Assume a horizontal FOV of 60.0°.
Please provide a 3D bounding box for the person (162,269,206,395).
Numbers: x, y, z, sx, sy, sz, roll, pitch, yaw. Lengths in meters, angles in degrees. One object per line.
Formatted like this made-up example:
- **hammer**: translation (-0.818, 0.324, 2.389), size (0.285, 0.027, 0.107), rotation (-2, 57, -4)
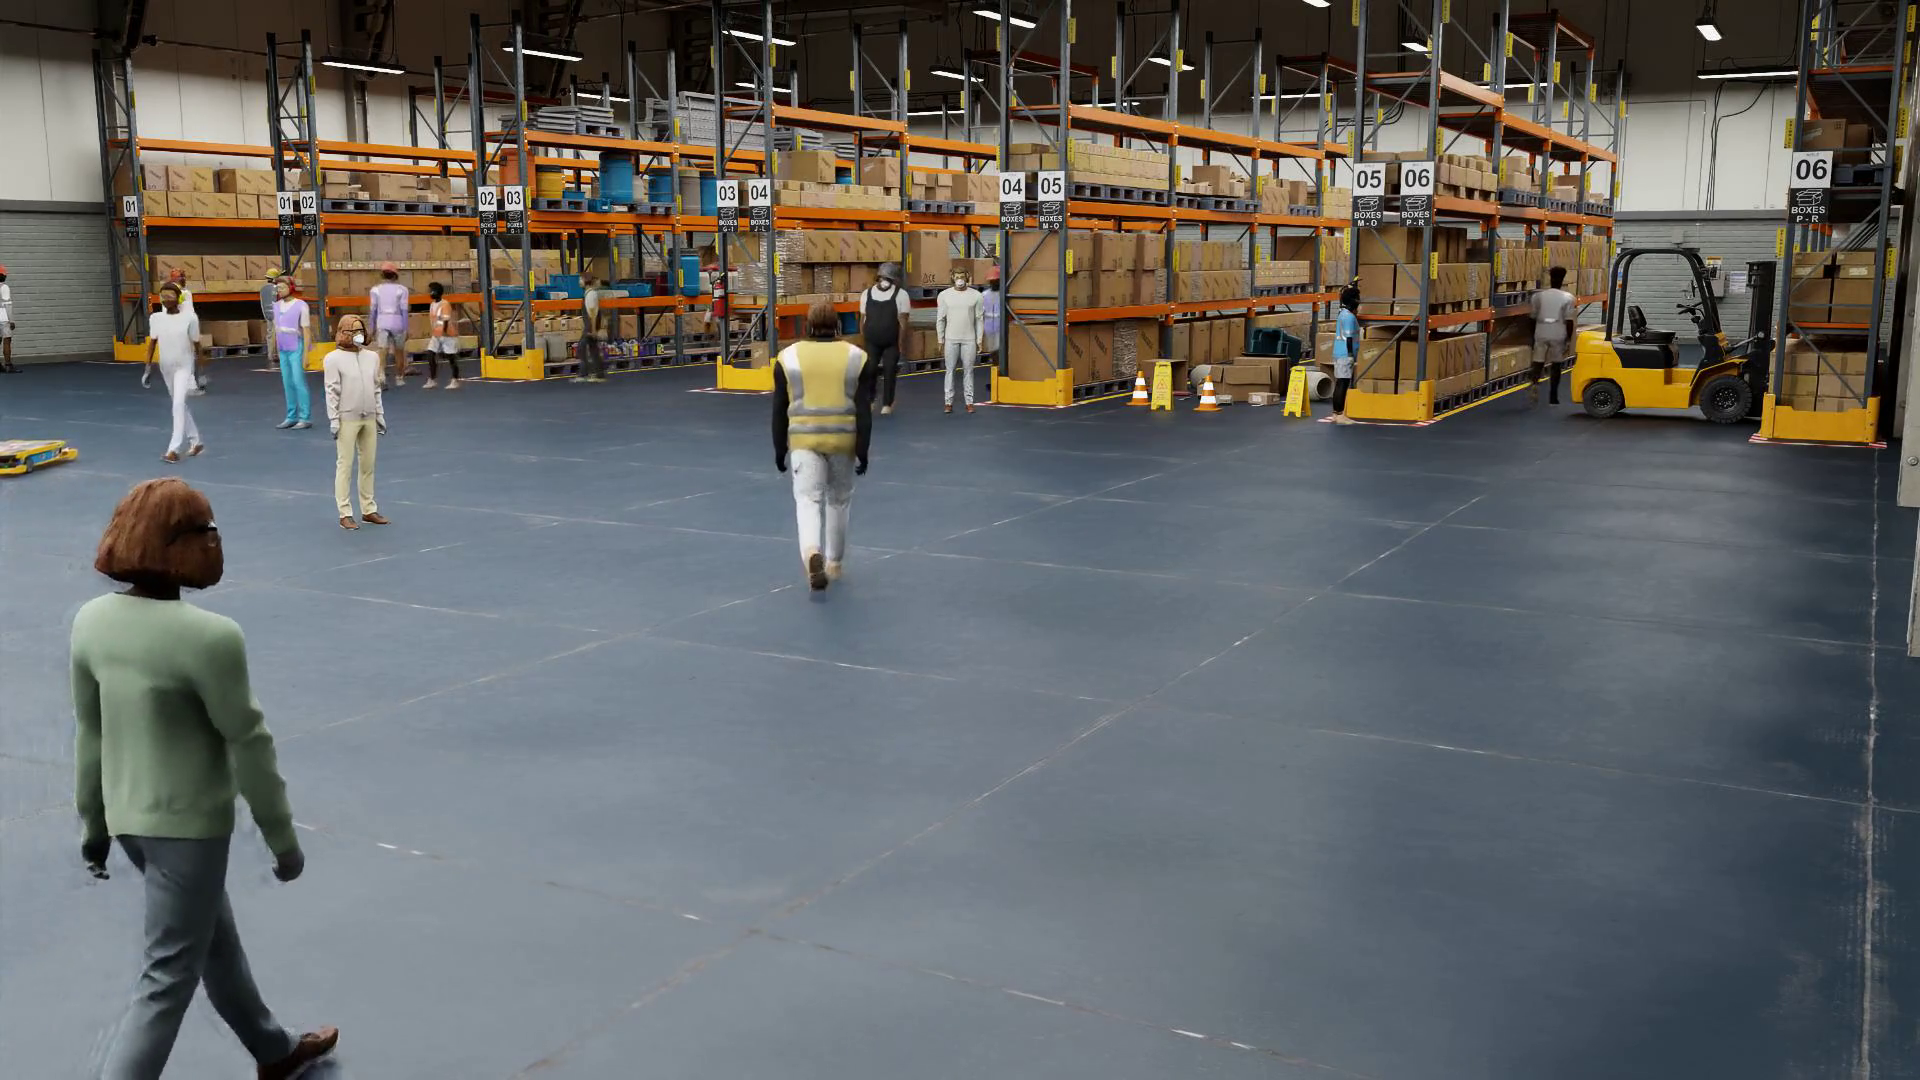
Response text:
- **person**: translation (-11.626, -3.100, 24.853), size (0.574, 1.883, 0.355), rotation (4, 10, 20)

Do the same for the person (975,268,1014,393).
- **person**: translation (0.497, -3.170, 25.238), size (0.565, 1.884, 0.986), rotation (3, 10, 18)

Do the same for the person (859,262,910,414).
- **person**: translation (-1.003, -2.651, 21.763), size (0.696, 2.000, 0.607), rotation (2, 10, 9)

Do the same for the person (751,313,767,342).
- **person**: translation (-4.633, -5.420, 38.307), size (0.589, 1.927, 0.369), rotation (6, 11, 32)

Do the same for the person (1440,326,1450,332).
- **person**: translation (10.720, -5.074, 36.672), size (0.664, 1.798, 0.754), rotation (5, 11, 28)

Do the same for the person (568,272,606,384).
- **person**: translation (-6.120, -3.434, 26.998), size (0.749, 1.815, 0.538), rotation (-2, 10, -14)

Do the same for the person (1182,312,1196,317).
- **person**: translation (6.033, -6.348, 43.545), size (0.610, 1.993, 0.380), rotation (9, 13, 41)

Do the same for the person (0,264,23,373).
- **person**: translation (-16.990, -3.915, 29.501), size (0.552, 1.936, 0.401), rotation (4, 10, 21)

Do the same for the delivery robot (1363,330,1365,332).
- **delivery robot**: translation (8.860, -4.690, 37.771), size (0.707, 0.478, 0.477), rotation (1, 10, 4)

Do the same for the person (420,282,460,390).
- **person**: translation (-8.071, -3.135, 25.685), size (0.545, 1.666, 0.712), rotation (8, 12, 38)

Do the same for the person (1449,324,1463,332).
- **person**: translation (10.867, -5.058, 36.215), size (0.450, 1.925, 0.635), rotation (-9, 13, -43)

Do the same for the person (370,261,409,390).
- **person**: translation (-8.918, -3.347, 25.988), size (0.619, 2.003, 1.018), rotation (-1, 10, -4)

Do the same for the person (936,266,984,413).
- **person**: translation (0.001, -2.641, 22.000), size (0.635, 1.939, 0.366), rotation (-1, 10, -3)

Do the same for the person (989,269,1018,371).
- **person**: translation (0.788, -3.907, 29.692), size (0.583, 1.855, 0.878), rotation (5, 11, 28)

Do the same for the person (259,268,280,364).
- **person**: translation (-13.192, -4.307, 32.064), size (0.590, 1.833, 0.404), rotation (5, 11, 27)

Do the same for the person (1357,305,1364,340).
- **person**: translation (8.621, -5.027, 36.212), size (0.515, 1.860, 0.326), rotation (2, 10, 10)

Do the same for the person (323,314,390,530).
- **person**: translation (-4.615, -0.905, 12.726), size (0.279, 1.633, 0.506), rotation (6, 11, 30)

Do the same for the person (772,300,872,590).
- **person**: translation (-0.862, -0.591, 10.402), size (0.624, 1.814, 0.840), rotation (-1, 10, -5)

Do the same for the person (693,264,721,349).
- **person**: translation (-5.368, -4.962, 35.744), size (0.569, 1.888, 0.957), rotation (7, 12, 34)

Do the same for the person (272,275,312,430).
- **person**: translation (-8.024, -2.256, 20.021), size (0.574, 1.845, 0.381), rotation (6, 11, 30)

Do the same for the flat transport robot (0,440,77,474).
- **flat transport robot**: translation (-9.240, -0.814, 16.180), size (0.652, 0.197, 1.431), rotation (-1, 10, -5)

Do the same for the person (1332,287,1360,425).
- **person**: translation (4.763, -2.263, 20.486), size (0.319, 1.698, 0.539), rotation (1, 10, 4)

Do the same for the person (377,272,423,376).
- **person**: translation (-9.824, -3.764, 28.776), size (0.823, 1.874, 0.667), rotation (-7, 12, -35)

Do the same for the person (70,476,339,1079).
- **person**: translation (-1.756, 0.644, 3.803), size (0.513, 1.586, 0.837), rotation (5, 11, 29)

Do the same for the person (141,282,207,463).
- **person**: translation (-7.983, -1.706, 16.921), size (0.518, 1.814, 0.994), rotation (1, 10, 6)

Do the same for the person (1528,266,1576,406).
- **person**: translation (8.121, -2.798, 22.893), size (0.625, 1.945, 0.615), rotation (6, 11, 30)
